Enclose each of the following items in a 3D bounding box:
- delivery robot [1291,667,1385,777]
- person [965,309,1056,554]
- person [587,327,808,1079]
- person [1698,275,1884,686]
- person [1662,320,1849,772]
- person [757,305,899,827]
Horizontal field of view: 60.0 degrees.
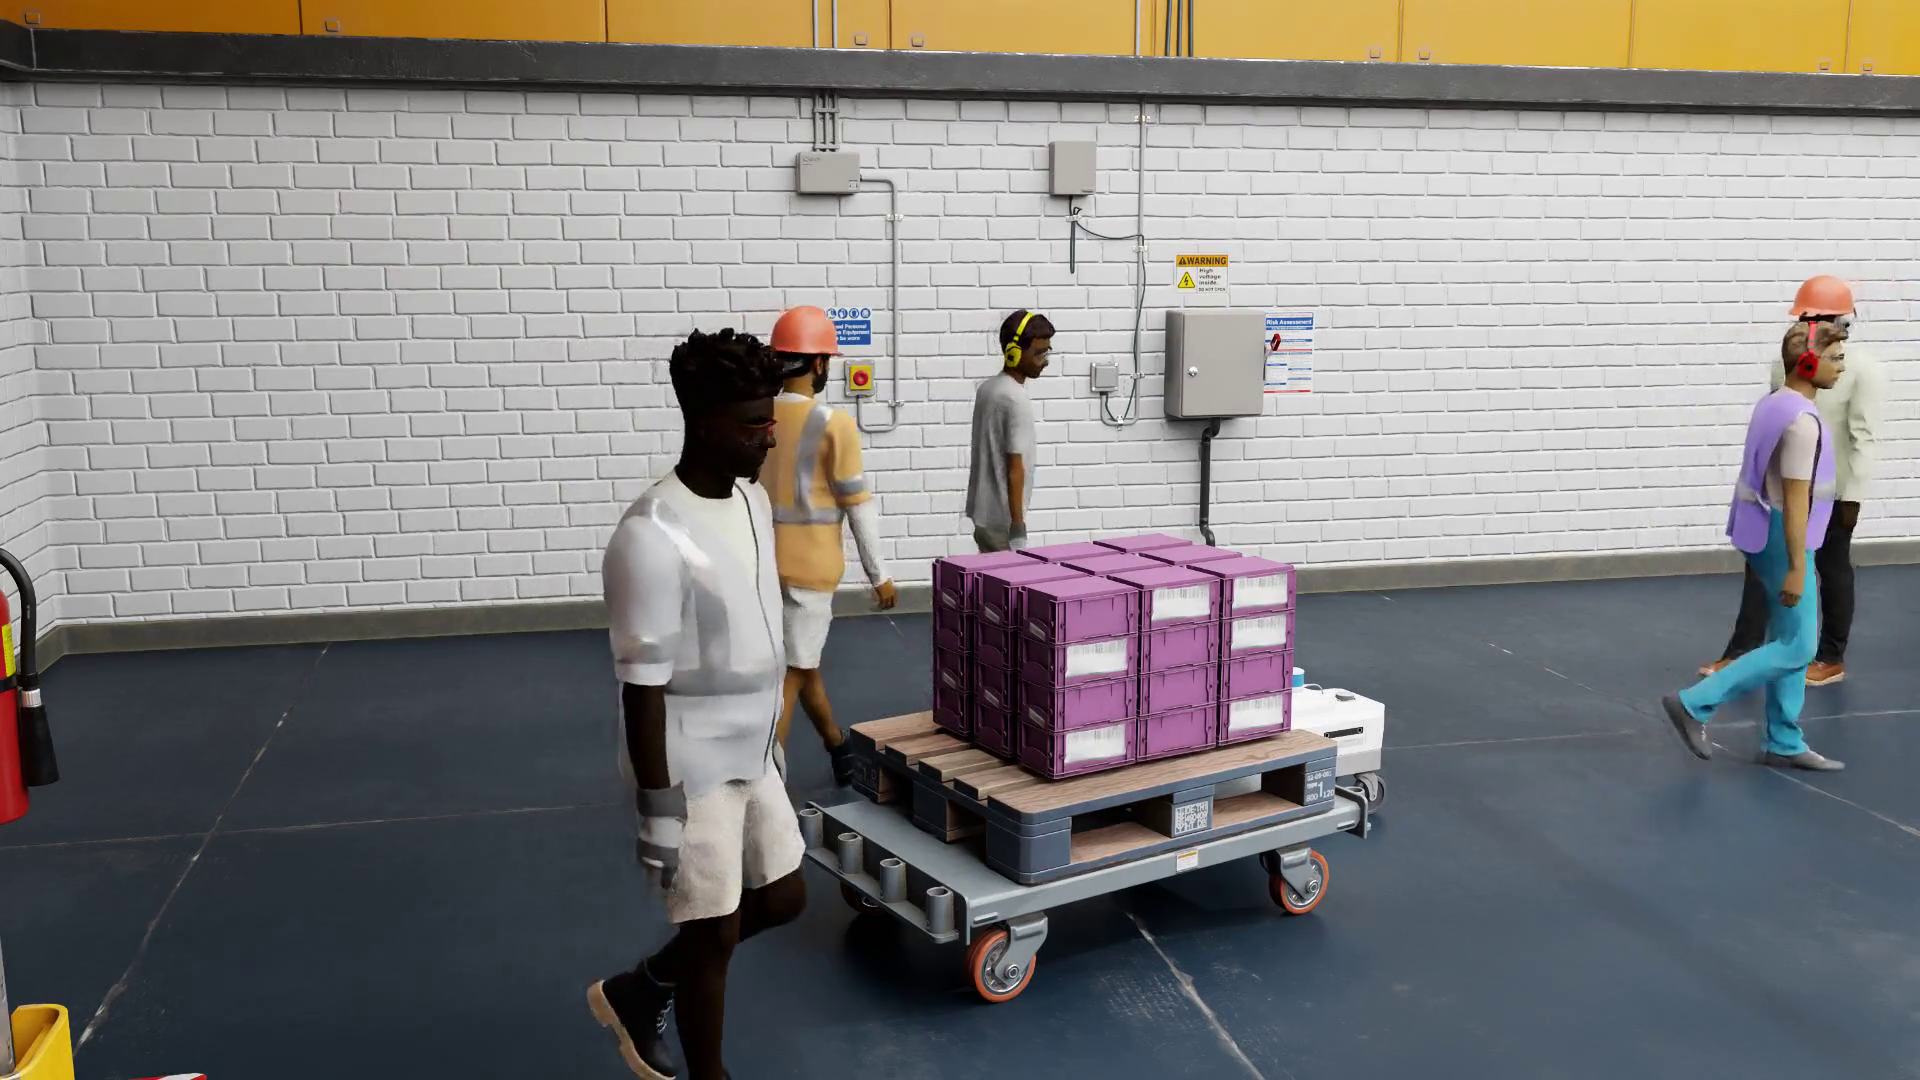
[{"bbox_3d":[1.213,0.713,6.140,0.707,0.478,0.477,-5,11,-26],"label":"delivery robot"},{"bbox_3d":[0.166,-0.061,7.151,0.469,1.831,0.631,-3,11,-18],"label":"person"},{"bbox_3d":[-0.614,0.487,3.796,0.562,1.942,0.648,3,11,18],"label":"person"},{"bbox_3d":[3.920,-0.244,7.795,0.904,1.956,0.650,-5,11,-24],"label":"person"},{"bbox_3d":[3.228,0.041,6.614,0.616,1.825,0.566,3,11,16],"label":"person"},{"bbox_3d":[-0.512,0.094,6.126,0.557,1.885,0.992,8,13,39],"label":"person"}]
